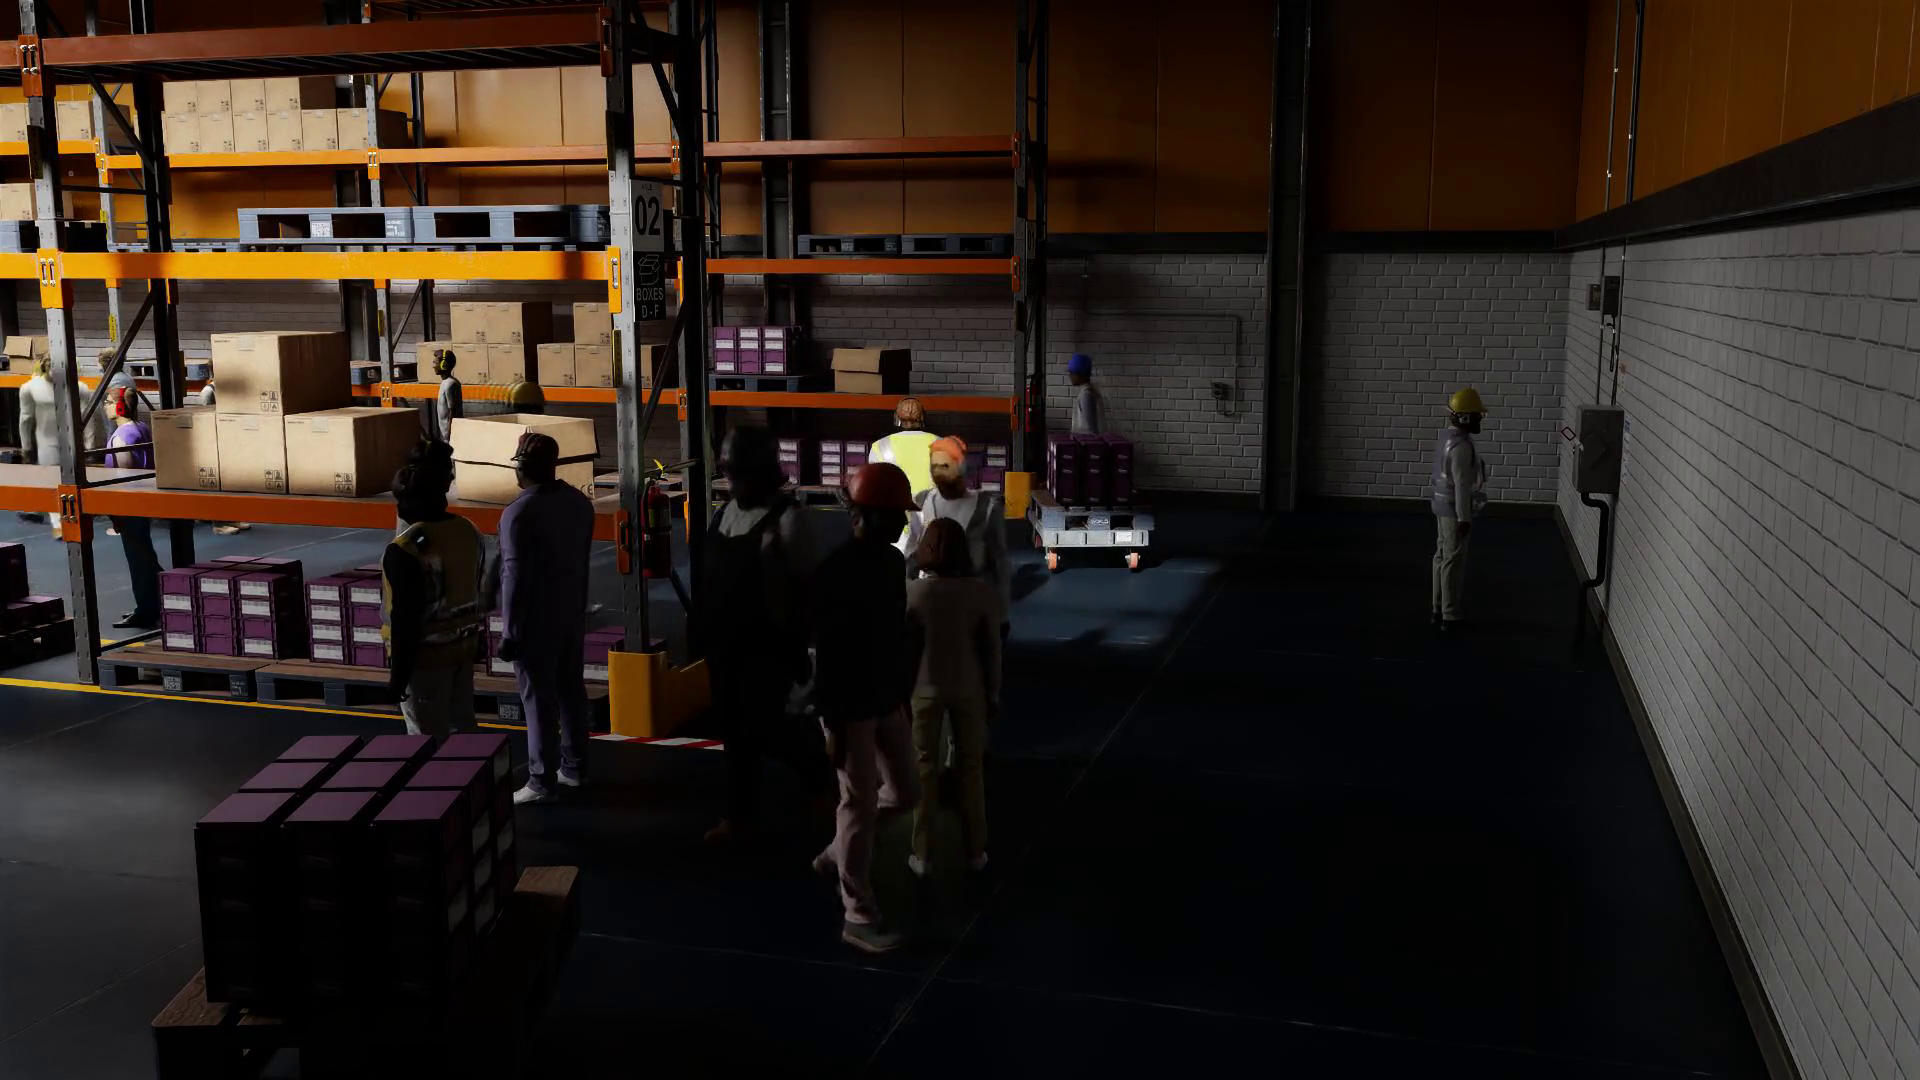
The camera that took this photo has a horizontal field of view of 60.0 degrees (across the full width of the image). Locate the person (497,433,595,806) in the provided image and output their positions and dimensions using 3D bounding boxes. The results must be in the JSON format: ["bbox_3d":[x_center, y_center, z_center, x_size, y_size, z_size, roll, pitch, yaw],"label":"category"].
[{"bbox_3d":[-2.143,0.402,8.522,0.410,1.909,0.643,4,10,22],"label":"person"}]

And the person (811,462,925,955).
[{"bbox_3d":[-0.398,0.664,6.729,0.494,1.977,0.645,5,11,29],"label":"person"}]

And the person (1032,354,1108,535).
[{"bbox_3d":[1.295,-0.906,16.582,1.039,1.889,0.616,2,9,11],"label":"person"}]

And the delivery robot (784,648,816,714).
[{"bbox_3d":[-1.018,0.813,9.839,0.477,0.478,0.707,2,10,14],"label":"delivery robot"}]

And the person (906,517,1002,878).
[{"bbox_3d":[-0.066,0.709,7.483,0.509,1.631,0.269,-1,9,-5],"label":"person"}]

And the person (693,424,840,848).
[{"bbox_3d":[-0.959,0.441,7.878,0.638,2.000,0.689,-9,13,-43],"label":"person"}]

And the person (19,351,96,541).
[{"bbox_3d":[-9.018,-0.937,16.682,0.660,1.903,0.880,-6,11,-34],"label":"person"}]

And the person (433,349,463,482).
[{"bbox_3d":[-5.475,-1.106,17.818,0.328,1.874,0.521,-2,10,-12],"label":"person"}]

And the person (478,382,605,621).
[{"bbox_3d":[-3.303,-0.279,12.778,1.008,1.868,0.612,0,9,-1],"label":"person"}]

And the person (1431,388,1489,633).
[{"bbox_3d":[3.776,-0.230,12.594,0.404,1.834,0.591,1,9,4],"label":"person"}]

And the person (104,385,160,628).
[{"bbox_3d":[-6.320,-0.259,12.724,0.389,1.850,0.567,-2,10,-13],"label":"person"}]

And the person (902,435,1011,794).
[{"bbox_3d":[-0.077,0.382,8.782,0.568,1.852,0.791,7,12,36],"label":"person"}]

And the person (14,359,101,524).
[{"bbox_3d":[-9.702,-1.049,17.752,0.895,1.772,0.643,-3,10,-20],"label":"person"}]

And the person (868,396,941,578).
[{"bbox_3d":[-0.351,-0.091,11.726,0.634,1.842,0.429,-3,10,-15],"label":"person"}]

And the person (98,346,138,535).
[{"bbox_3d":[-8.631,-1.020,17.093,0.373,1.940,0.630,-2,10,-14],"label":"person"}]

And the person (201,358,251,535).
[{"bbox_3d":[-7.580,-0.980,17.133,0.333,1.843,0.514,0,9,1],"label":"person"}]

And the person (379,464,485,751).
[{"bbox_3d":[-2.481,0.557,7.793,0.429,1.840,0.624,3,10,16],"label":"person"}]

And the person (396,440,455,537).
[{"bbox_3d":[-2.726,0.408,8.648,0.349,1.858,0.516,-1,9,-9],"label":"person"}]
